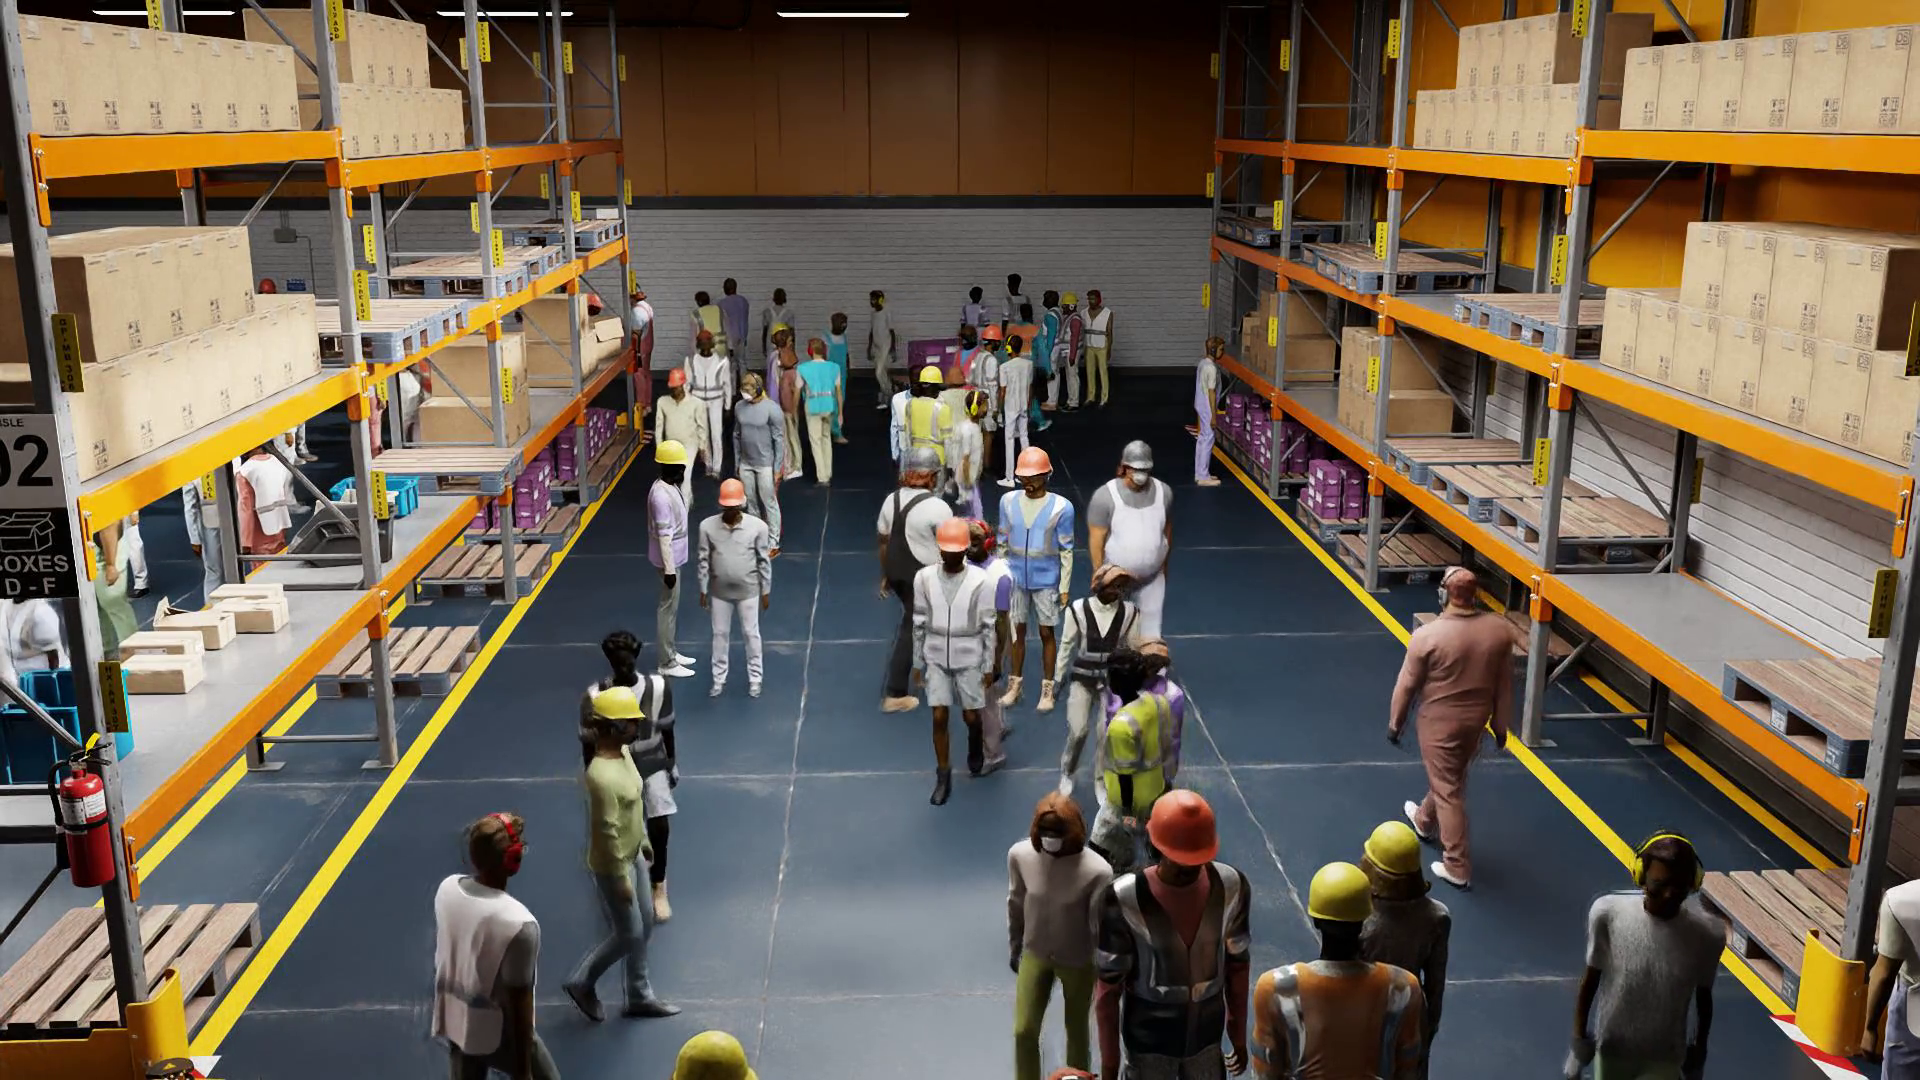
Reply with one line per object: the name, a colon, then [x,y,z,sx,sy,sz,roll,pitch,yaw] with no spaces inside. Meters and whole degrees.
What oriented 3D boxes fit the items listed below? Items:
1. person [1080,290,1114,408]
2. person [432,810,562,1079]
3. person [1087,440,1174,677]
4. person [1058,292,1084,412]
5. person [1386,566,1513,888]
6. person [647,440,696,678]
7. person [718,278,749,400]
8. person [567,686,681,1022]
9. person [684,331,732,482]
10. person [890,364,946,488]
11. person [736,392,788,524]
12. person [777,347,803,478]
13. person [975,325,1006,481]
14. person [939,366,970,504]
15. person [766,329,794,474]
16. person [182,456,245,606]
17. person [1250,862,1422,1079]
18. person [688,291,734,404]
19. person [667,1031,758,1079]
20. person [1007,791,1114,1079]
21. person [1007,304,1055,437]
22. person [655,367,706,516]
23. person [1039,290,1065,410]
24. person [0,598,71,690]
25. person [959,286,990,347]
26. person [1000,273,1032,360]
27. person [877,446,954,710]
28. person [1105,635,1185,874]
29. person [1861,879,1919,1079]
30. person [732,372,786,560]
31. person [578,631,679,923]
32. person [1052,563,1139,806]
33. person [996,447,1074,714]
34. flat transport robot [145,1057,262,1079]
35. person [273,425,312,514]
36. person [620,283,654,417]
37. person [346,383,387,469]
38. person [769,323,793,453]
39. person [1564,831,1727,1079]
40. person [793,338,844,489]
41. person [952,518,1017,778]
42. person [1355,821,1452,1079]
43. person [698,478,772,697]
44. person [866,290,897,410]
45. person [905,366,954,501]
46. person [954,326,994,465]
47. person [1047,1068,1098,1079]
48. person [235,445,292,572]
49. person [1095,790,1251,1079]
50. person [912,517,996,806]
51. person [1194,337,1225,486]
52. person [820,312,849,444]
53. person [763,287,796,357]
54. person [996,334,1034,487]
person: [2.119,-2.967,25.790,0.567,1.834,0.404,10,17,34]
person: [-1.818,1.933,6.666,0.576,1.776,0.984,9,17,32]
person: [1.358,0.182,13.004,0.701,2.000,1.031,-2,14,-7]
person: [1.690,-2.868,25.414,0.403,1.824,0.594,-1,14,-4]
person: [2.857,1.052,9.931,0.679,1.860,0.952,-4,15,-16]
person: [-2.311,0.140,13.394,0.378,1.925,0.594,-2,14,-6]
person: [-3.610,-3.202,26.505,0.374,1.934,0.626,11,18,36]
person: [-1.676,1.567,8.173,0.501,1.743,0.553,1,14,4]
person: [-3.145,-1.645,20.568,0.582,1.841,0.926,1,14,2]
person: [-0.443,-0.911,17.549,0.589,1.914,0.392,2,14,7]
person: [-2.050,-0.717,17.207,0.528,1.724,0.843,6,16,23]
person: [-2.136,-1.596,20.794,0.266,1.631,0.507,-7,16,-24]
person: [0.378,-1.698,20.615,0.384,1.929,0.543,-4,15,-16]
person: [-0.064,-1.237,19.483,0.505,1.583,0.878,-7,16,-27]
person: [-2.256,-1.747,21.008,0.355,1.834,0.519,-8,16,-28]
person: [-6.414,-0.098,14.378,0.402,1.907,0.598,7,16,25]
person: [1.301,2.055,5.884,0.591,1.923,0.382,0,14,-1]
person: [-3.855,-2.940,25.713,0.691,1.812,0.437,-7,16,-27]
person: [-0.763,2.323,5.209,0.322,1.737,0.485,5,15,17]
person: [0.401,1.877,7.199,0.520,1.604,0.727,6,15,21]
person: [0.986,-2.412,23.576,1.014,1.855,0.638,-13,19,-41]
person: [-3.111,-1.090,18.614,0.574,1.728,0.720,2,15,10]
person: [1.389,-2.915,25.561,0.429,1.844,0.626,3,15,12]
person: [-6.034,0.873,11.012,0.565,1.671,0.524,8,16,29]
person: [0.255,-3.339,27.512,0.537,1.695,0.320,7,16,24]
person: [0.881,-3.326,26.940,0.602,1.958,0.369,-11,18,-38]
person: [-0.256,0.246,12.753,1.067,2.000,0.689,-11,18,-37]
person: [1.011,1.278,9.563,0.657,1.605,0.386,13,20,42]
person: [3.864,1.925,6.575,0.560,1.836,0.394,0,14,2]
person: [-2.049,-0.754,16.896,0.635,1.930,0.354,10,17,33]
person: [-1.819,1.327,9.235,0.551,1.670,0.610,-5,15,-18]
person: [0.884,0.939,10.877,0.589,1.617,0.351,-1,14,-4]
person: [0.548,0.302,12.527,0.605,2.045,0.377,6,15,21]
flat transport robot: [-3.375,2.631,6.921,0.652,0.197,1.431,1,14,3]
person: [-7.672,-1.272,18.893,0.392,1.949,0.605,-7,16,-27]
person: [-4.889,-2.883,25.037,0.537,2.000,0.678,1,14,5]
person: [-7.571,-1.872,21.182,0.620,1.986,0.408,4,15,14]
person: [-2.387,-2.033,22.291,0.313,1.744,0.487,4,15,15]
person: [2.647,1.950,6.477,0.517,1.838,0.865,6,16,23]
person: [-1.700,-1.525,20.247,0.588,1.821,0.707,-7,16,-27]
person: [0.154,0.725,11.309,0.432,1.820,0.595,-11,18,-37]
person: [1.699,1.944,6.677,0.487,1.746,0.287,-3,15,-11]
person: [-1.741,0.372,12.856,0.572,1.743,0.349,1,14,3]
person: [-1.239,-2.916,25.548,0.562,1.844,0.547,-11,18,-37]
person: [-0.299,-0.847,17.275,0.593,1.925,0.376,10,17,35]
person: [0.156,-1.812,21.328,0.493,1.857,0.650,-12,18,-39]
person: [0.313,2.377,4.718,0.575,1.880,0.358,2,14,9]
person: [-5.940,-0.062,14.235,0.405,1.909,0.597,2,14,9]
person: [0.818,1.891,6.330,0.611,2.030,0.410,-4,15,-14]
person: [-0.035,0.762,10.982,0.563,1.926,0.596,3,15,11]
person: [3.045,-1.566,20.288,0.357,1.835,0.516,-2,14,-6]
person: [-1.783,-2.278,23.155,0.553,1.804,0.839,-13,19,-41]
person: [-2.828,-3.026,26.013,0.539,1.830,0.457,1,14,4]
person: [0.670,-1.573,20.251,0.505,1.864,0.332,-9,17,-31]
